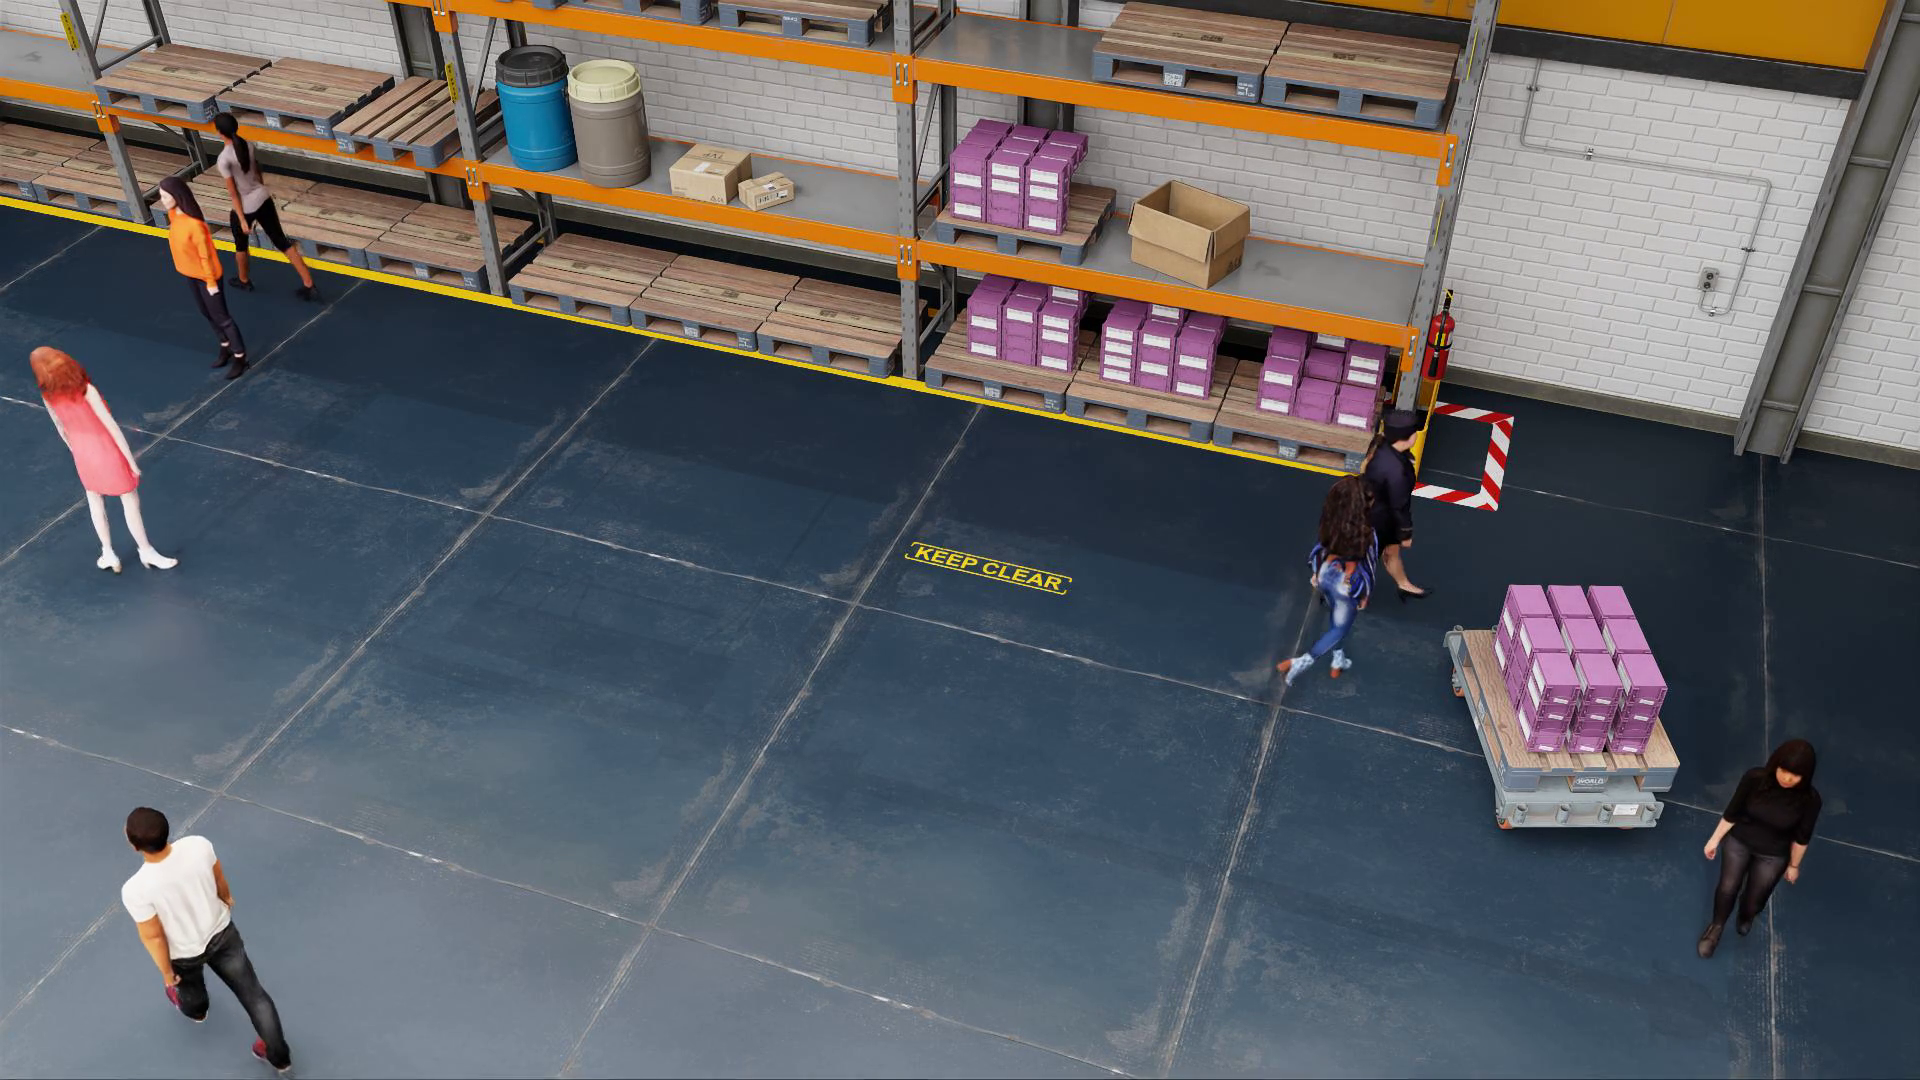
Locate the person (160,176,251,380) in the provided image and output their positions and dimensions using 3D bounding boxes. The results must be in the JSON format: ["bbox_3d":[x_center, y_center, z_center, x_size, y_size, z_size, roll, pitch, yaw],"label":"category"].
[{"bbox_3d":[-6.150,-2.156,13.551,0.619,1.746,0.753,30,47,32],"label":"person"}]

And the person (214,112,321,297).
[{"bbox_3d":[-6.057,-2.847,14.457,1.191,1.695,0.646,15,41,18],"label":"person"}]

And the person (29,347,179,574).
[{"bbox_3d":[-5.869,-0.511,11.452,0.556,1.795,0.816,16,41,19],"label":"person"}]

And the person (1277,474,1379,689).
[{"bbox_3d":[2.366,0.308,10.579,0.969,1.604,0.975,-25,45,-28],"label":"person"}]

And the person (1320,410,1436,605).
[{"bbox_3d":[2.704,-0.133,11.112,1.130,1.628,0.913,1,39,1],"label":"person"}]

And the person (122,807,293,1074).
[{"bbox_3d":[-3.742,2.030,8.296,1.217,1.762,0.864,23,44,27],"label":"person"}]

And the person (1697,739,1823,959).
[{"bbox_3d":[4.303,1.599,8.946,0.701,1.626,0.776,24,45,27],"label":"person"}]
